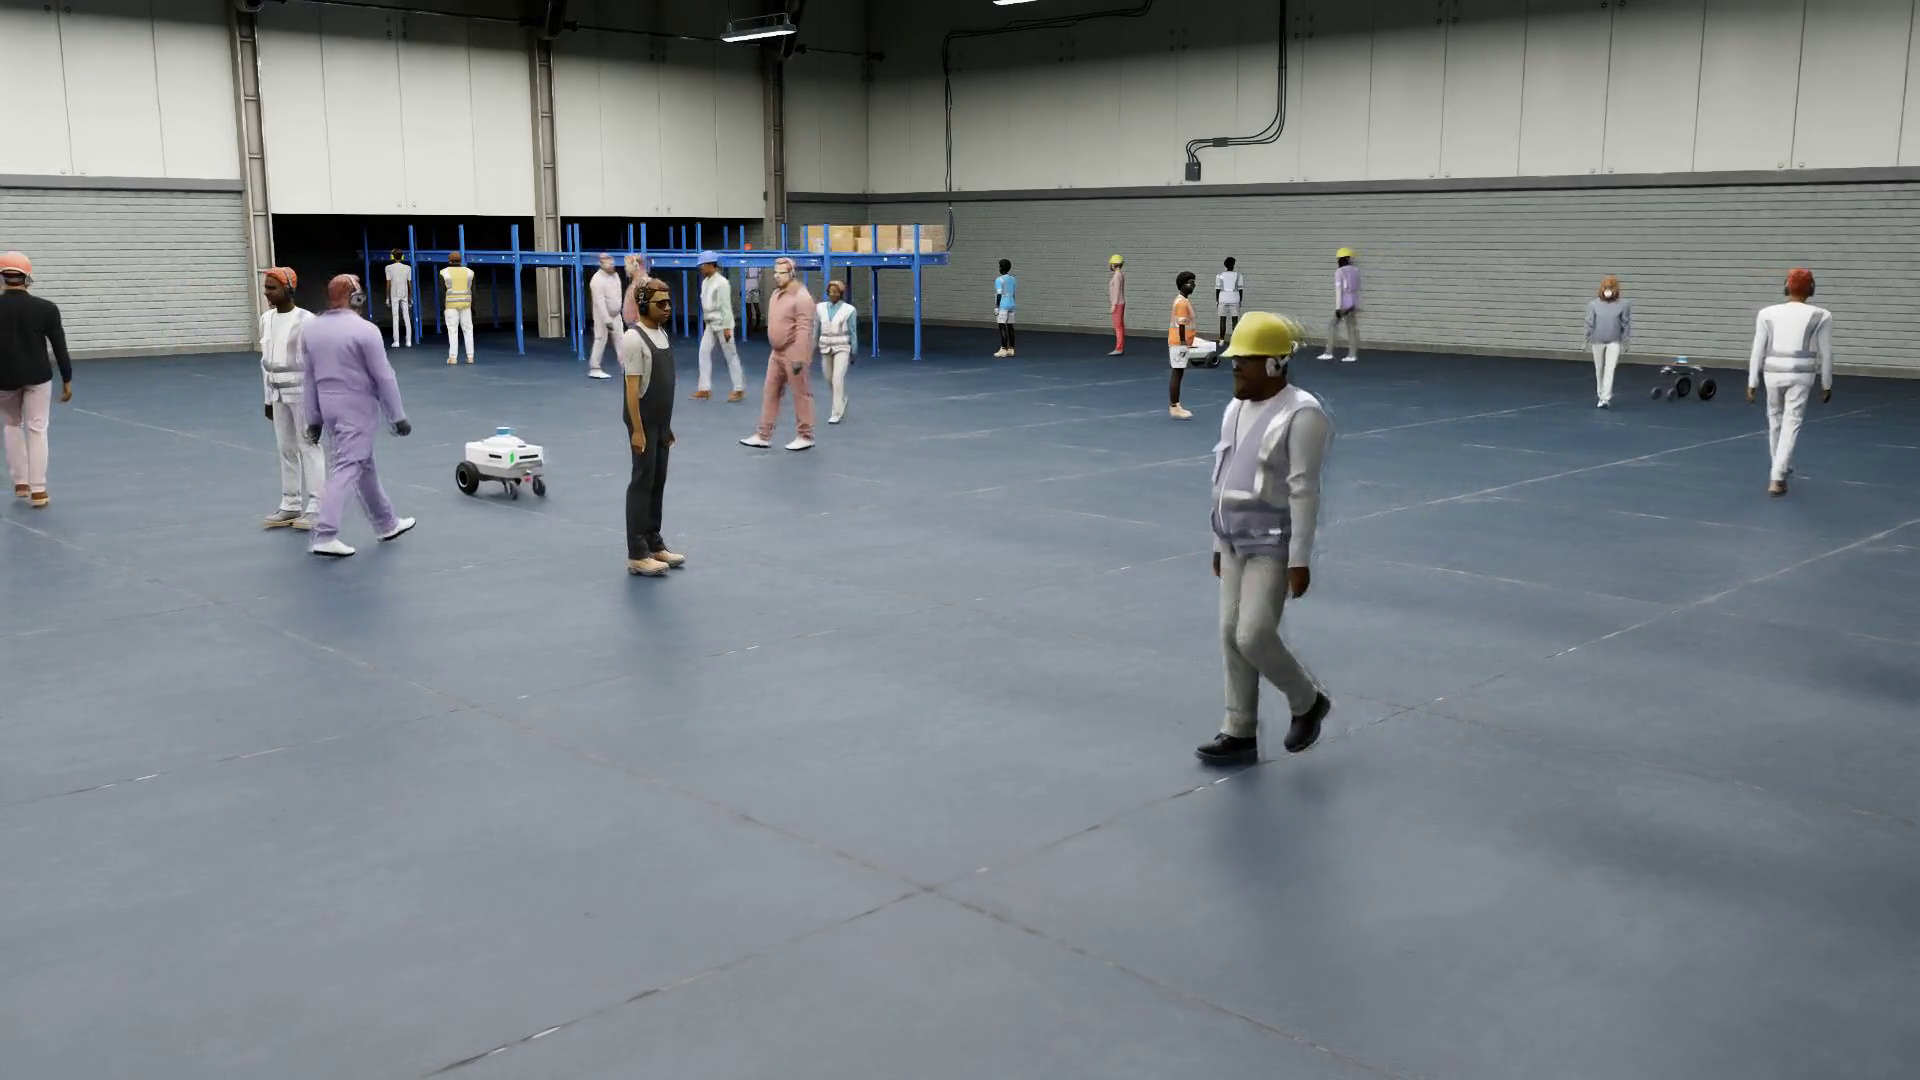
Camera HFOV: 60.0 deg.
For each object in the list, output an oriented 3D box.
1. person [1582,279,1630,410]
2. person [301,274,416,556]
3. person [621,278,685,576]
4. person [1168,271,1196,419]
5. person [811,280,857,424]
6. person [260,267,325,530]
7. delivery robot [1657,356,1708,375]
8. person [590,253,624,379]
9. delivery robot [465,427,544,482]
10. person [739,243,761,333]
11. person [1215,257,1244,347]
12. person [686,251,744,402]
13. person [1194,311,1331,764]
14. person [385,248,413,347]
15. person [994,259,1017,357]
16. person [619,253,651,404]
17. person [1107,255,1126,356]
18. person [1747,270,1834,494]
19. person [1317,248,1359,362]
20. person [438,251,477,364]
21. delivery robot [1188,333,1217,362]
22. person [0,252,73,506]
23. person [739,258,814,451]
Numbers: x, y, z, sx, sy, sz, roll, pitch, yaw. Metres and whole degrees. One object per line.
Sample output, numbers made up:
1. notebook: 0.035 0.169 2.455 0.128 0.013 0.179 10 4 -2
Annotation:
1. person: 7.864 -2.388 20.279 0.517 1.578 0.872 5 12 26
2. person: -4.051 -0.846 11.166 0.645 1.853 1.013 6 12 31
3. person: -1.945 -0.718 10.479 0.327 1.844 0.514 2 11 13
4. person: 2.576 -2.267 19.322 0.322 1.699 0.535 1 10 7
5. person: -1.403 -2.167 19.023 0.519 1.608 0.762 4 11 21
6. person: -4.823 -1.018 12.014 0.575 1.882 0.359 6 12 30
7. delivery robot: 9.403 -2.273 21.626 0.698 0.223 0.335 -5 11 -23
8. person: -5.155 -3.290 24.525 0.855 1.843 0.694 6 12 29
9. delivery robot: -3.748 -0.686 13.681 0.707 0.478 0.477 9 14 40
10. person: -4.607 -5.524 36.459 0.542 1.928 0.374 -10 14 -43
11. person: 5.126 -4.535 31.689 0.537 1.697 0.320 2 11 9
12. person: -3.133 -2.698 21.098 0.883 1.893 0.753 -8 13 -37
13. person: 1.205 0.005 6.607 0.449 1.817 0.615 -5 11 -24
14. person: -10.678 -4.611 31.685 0.500 1.858 0.315 -7 13 -35
15. person: 0.782 -4.055 29.079 0.316 1.695 0.542 8 13 36
16. person: -3.996 -2.579 20.505 0.587 1.881 0.678 -4 11 -22
17. person: 2.767 -4.151 29.410 0.315 1.770 0.524 3 11 16
18. person: 6.911 -1.323 13.830 0.603 1.827 1.006 9 14 40
19. person: 6.381 -3.938 27.897 0.600 1.889 0.838 -8 13 -37
20. person: -8.333 -3.851 27.572 0.637 1.842 0.429 -7 13 -34
21. delivery robot: 3.761 -3.080 26.725 0.707 0.478 0.477 -5 11 -26
22. person: -7.394 -1.281 13.183 0.664 1.968 0.726 -4 11 -21
23. person: -1.777 -1.806 16.285 0.766 1.881 0.677 -8 13 -39
